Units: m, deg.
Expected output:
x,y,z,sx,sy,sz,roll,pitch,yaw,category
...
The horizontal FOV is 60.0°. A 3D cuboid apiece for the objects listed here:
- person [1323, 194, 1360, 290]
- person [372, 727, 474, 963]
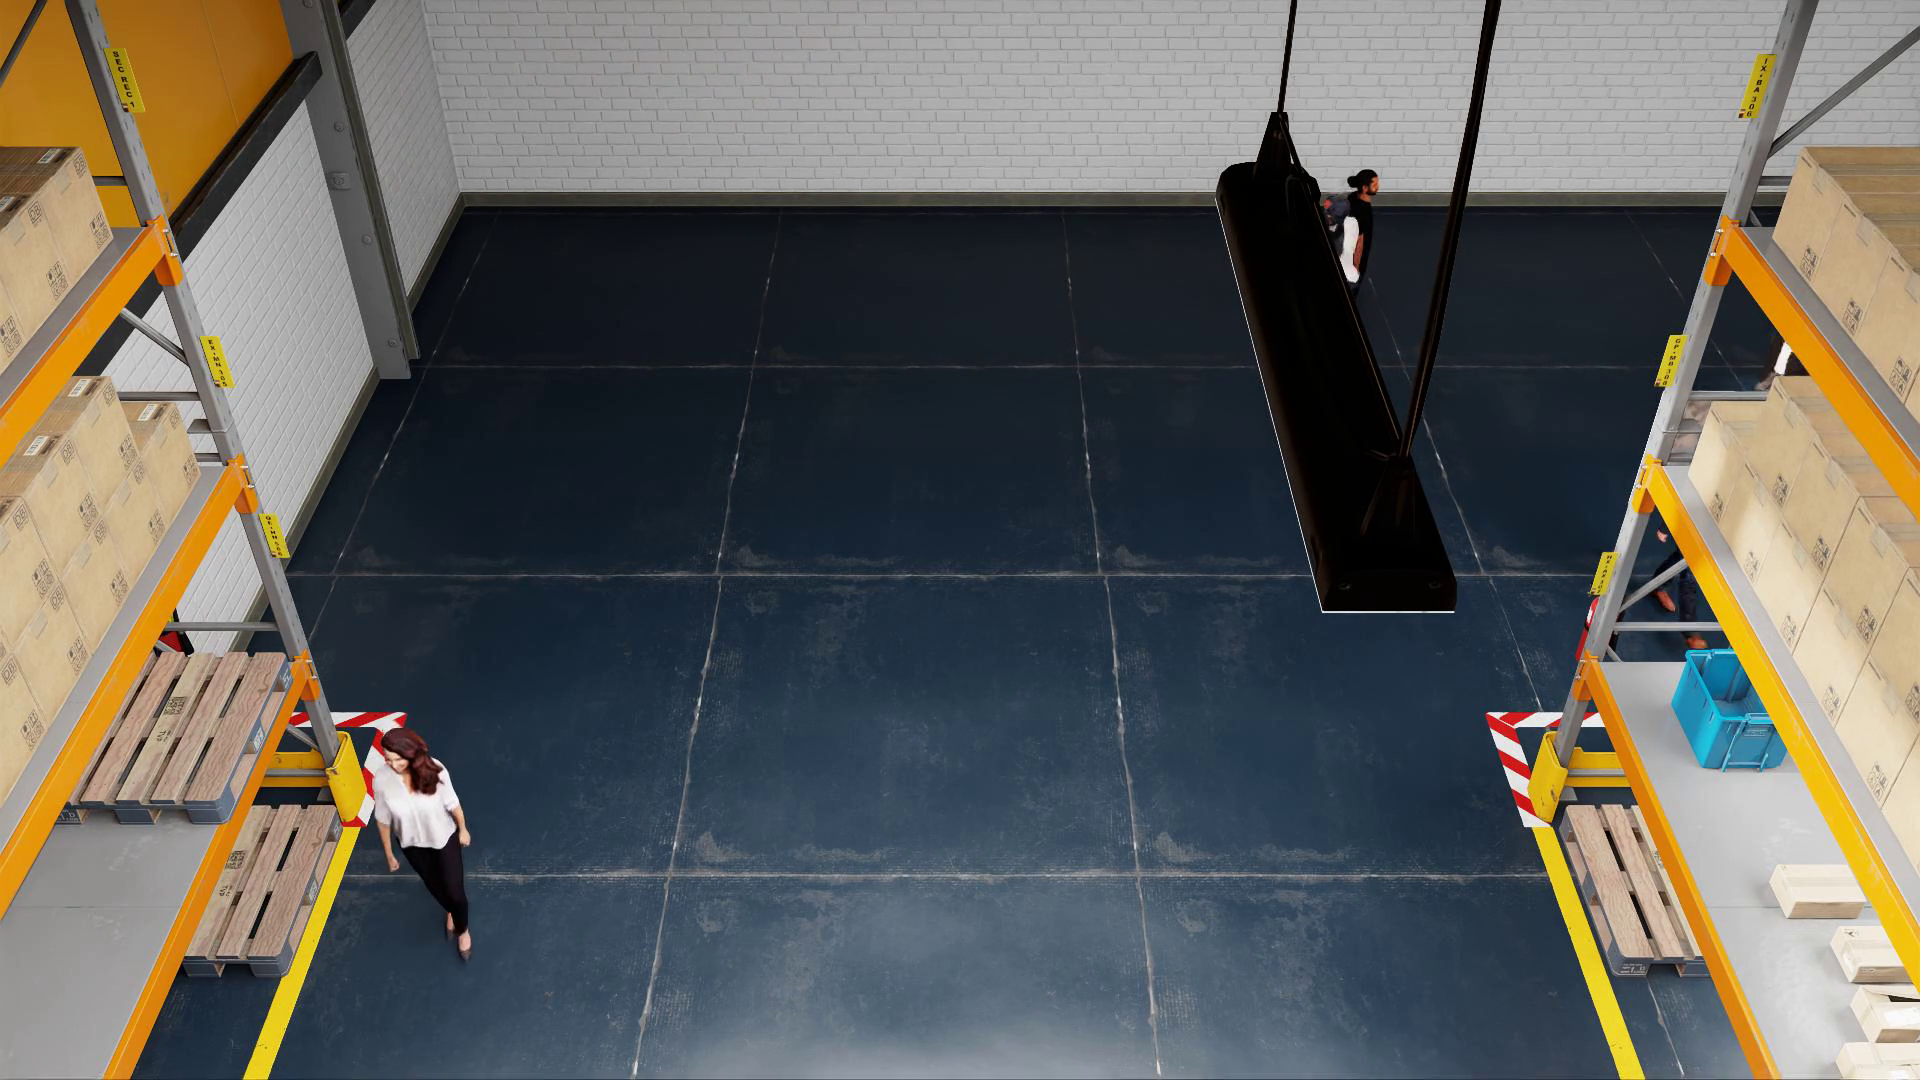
x,y,z,sx,sy,sz,roll,pitch,yaw,category
3.344,-2.248,14.646,0.980,1.865,0.809,32,48,33,person
-3.110,1.696,9.775,0.654,1.781,0.692,-4,39,-5,person
